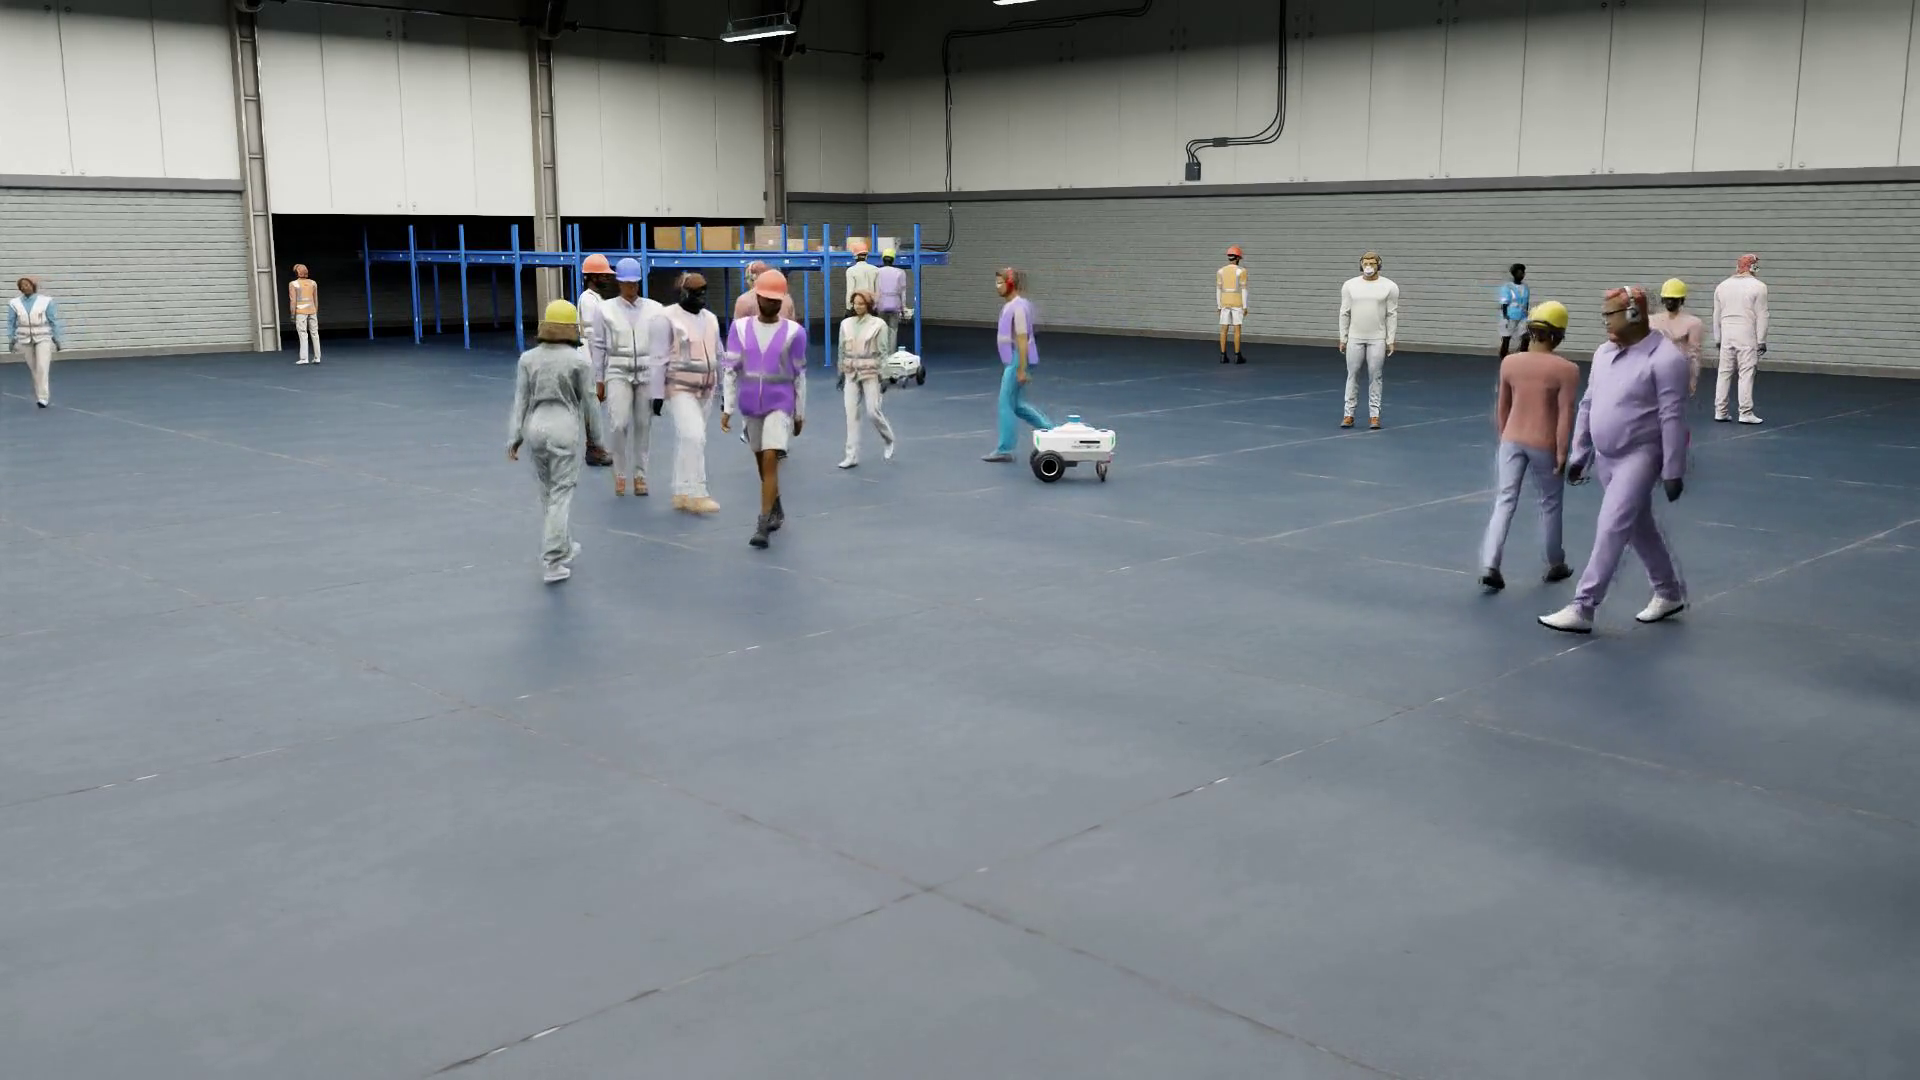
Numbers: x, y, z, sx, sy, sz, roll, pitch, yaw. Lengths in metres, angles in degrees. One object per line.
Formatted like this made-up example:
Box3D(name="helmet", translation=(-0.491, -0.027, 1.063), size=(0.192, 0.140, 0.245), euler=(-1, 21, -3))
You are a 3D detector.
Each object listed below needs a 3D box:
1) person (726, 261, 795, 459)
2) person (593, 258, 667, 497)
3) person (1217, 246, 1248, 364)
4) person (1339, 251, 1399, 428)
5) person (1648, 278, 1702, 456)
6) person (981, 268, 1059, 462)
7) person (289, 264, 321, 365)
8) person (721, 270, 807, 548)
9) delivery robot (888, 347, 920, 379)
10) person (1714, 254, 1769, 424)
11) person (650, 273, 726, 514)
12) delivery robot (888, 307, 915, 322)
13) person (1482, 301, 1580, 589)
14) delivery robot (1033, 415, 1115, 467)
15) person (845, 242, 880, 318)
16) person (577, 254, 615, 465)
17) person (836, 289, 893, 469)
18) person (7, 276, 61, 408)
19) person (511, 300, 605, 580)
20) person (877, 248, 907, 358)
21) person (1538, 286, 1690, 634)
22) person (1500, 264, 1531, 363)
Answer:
Box3D(name="person", translation=(-1.958, -1.733, 15.982), size=(0.934, 1.856, 0.638), euler=(9, 14, 40))
Box3D(name="person", translation=(-2.633, -1.305, 13.470), size=(0.611, 1.926, 0.657), euler=(-4, 11, -22))
Box3D(name="person", translation=(4.537, -3.909, 27.654), size=(0.542, 1.928, 0.375), euler=(7, 12, 33))
Box3D(name="person", translation=(4.490, -2.206, 18.336), size=(0.627, 1.940, 0.372), euler=(3, 11, 18))
Box3D(name="person", translation=(6.314, -1.454, 14.776), size=(0.522, 1.748, 0.618), euler=(8, 13, 38))
Box3D(name="person", translation=(0.578, -1.653, 15.680), size=(0.703, 1.822, 0.569), euler=(-1, 10, -5))
Box3D(name="person", translation=(-10.771, -3.708, 27.335), size=(0.314, 1.642, 0.514), euler=(7, 13, 34))
Box3D(name="person", translation=(-1.345, -0.943, 11.638), size=(0.555, 1.885, 1.034), euler=(1, 10, 8))
Box3D(name="delivery robot", translation=(-0.818, -2.490, 23.520), size=(0.477, 0.478, 0.707), euler=(3, 11, 16))
Box3D(name="person", translation=(8.838, -2.271, 18.797), size=(0.408, 1.903, 0.638), euler=(-6, 12, -31))
Box3D(name="person", translation=(-1.970, -1.113, 12.691), size=(0.725, 1.818, 0.662), euler=(7, 13, 35))
Box3D(name="delivery robot", translation=(-1.403, -5.329, 39.000), size=(0.707, 0.478, 0.477), euler=(1, 11, 7))
Box3D(name="person", translation=(3.449, -0.573, 10.026), size=(0.534, 1.725, 0.896), euler=(9, 14, 41))
Box3D(name="delivery robot", translation=(1.000, -0.849, 14.574), size=(0.707, 0.478, 0.477), euler=(0, 10, -1))
Box3D(name="person", translation=(-1.533, -3.646, 26.032), size=(0.608, 1.996, 0.381), euler=(-8, 13, -36))
Box3D(name="person", translation=(-3.372, -1.684, 15.492), size=(0.374, 1.939, 0.545), euler=(-2, 11, -10))
Box3D(name="person", translation=(-0.885, -1.490, 15.284), size=(0.531, 1.631, 0.527), euler=(6, 12, 29))
Box3D(name="person", translation=(-11.301, -2.395, 20.243), size=(0.545, 1.601, 0.817), euler=(-2, 11, -12))
Box3D(name="person", translation=(-2.490, -0.642, 10.430), size=(0.521, 1.700, 0.834), euler=(2, 11, 13))
Box3D(name="person", translation=(-1.164, -3.798, 27.106), size=(0.601, 1.903, 0.464), euler=(-1, 10, -3))
Box3D(name="person", translation=(3.597, -0.434, 8.971), size=(1.016, 1.851, 0.656), euler=(-3, 11, -15))
Box3D(name="person", translation=(8.517, -3.366, 25.357), size=(0.559, 1.668, 0.688), euler=(-4, 11, -19))
